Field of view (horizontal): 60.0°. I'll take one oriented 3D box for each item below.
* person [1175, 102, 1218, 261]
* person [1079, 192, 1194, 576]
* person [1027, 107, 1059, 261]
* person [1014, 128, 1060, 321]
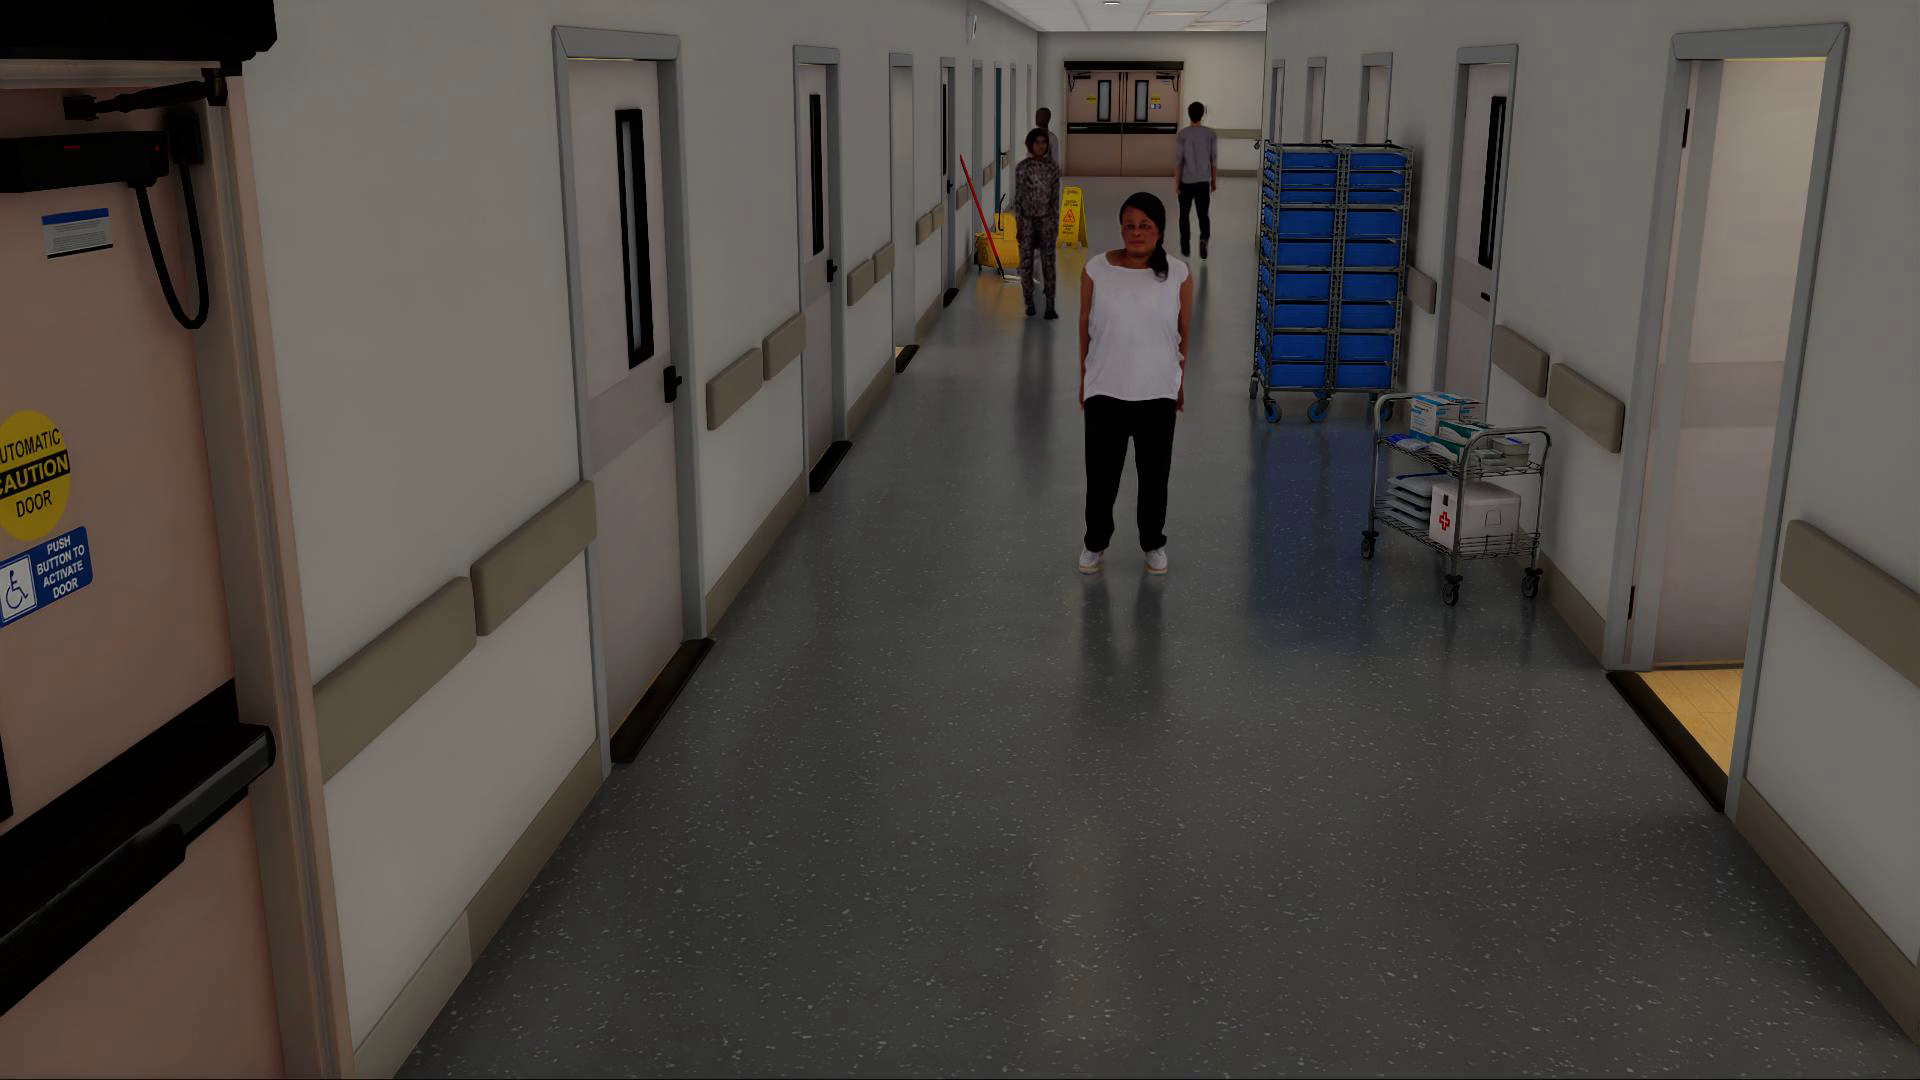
[{"bbox_3d":[2.785,-4.198,19.580,0.730,1.814,1.096,0,16,-1],"label":"person"},{"bbox_3d":[0.771,-0.690,7.373,0.647,1.687,0.600,2,16,7],"label":"person"},{"bbox_3d":[0.979,-4.244,19.823,0.699,1.772,0.729,14,21,40],"label":"person"},{"bbox_3d":[0.665,-2.798,14.877,0.670,1.672,0.998,-1,16,-3],"label":"person"}]
